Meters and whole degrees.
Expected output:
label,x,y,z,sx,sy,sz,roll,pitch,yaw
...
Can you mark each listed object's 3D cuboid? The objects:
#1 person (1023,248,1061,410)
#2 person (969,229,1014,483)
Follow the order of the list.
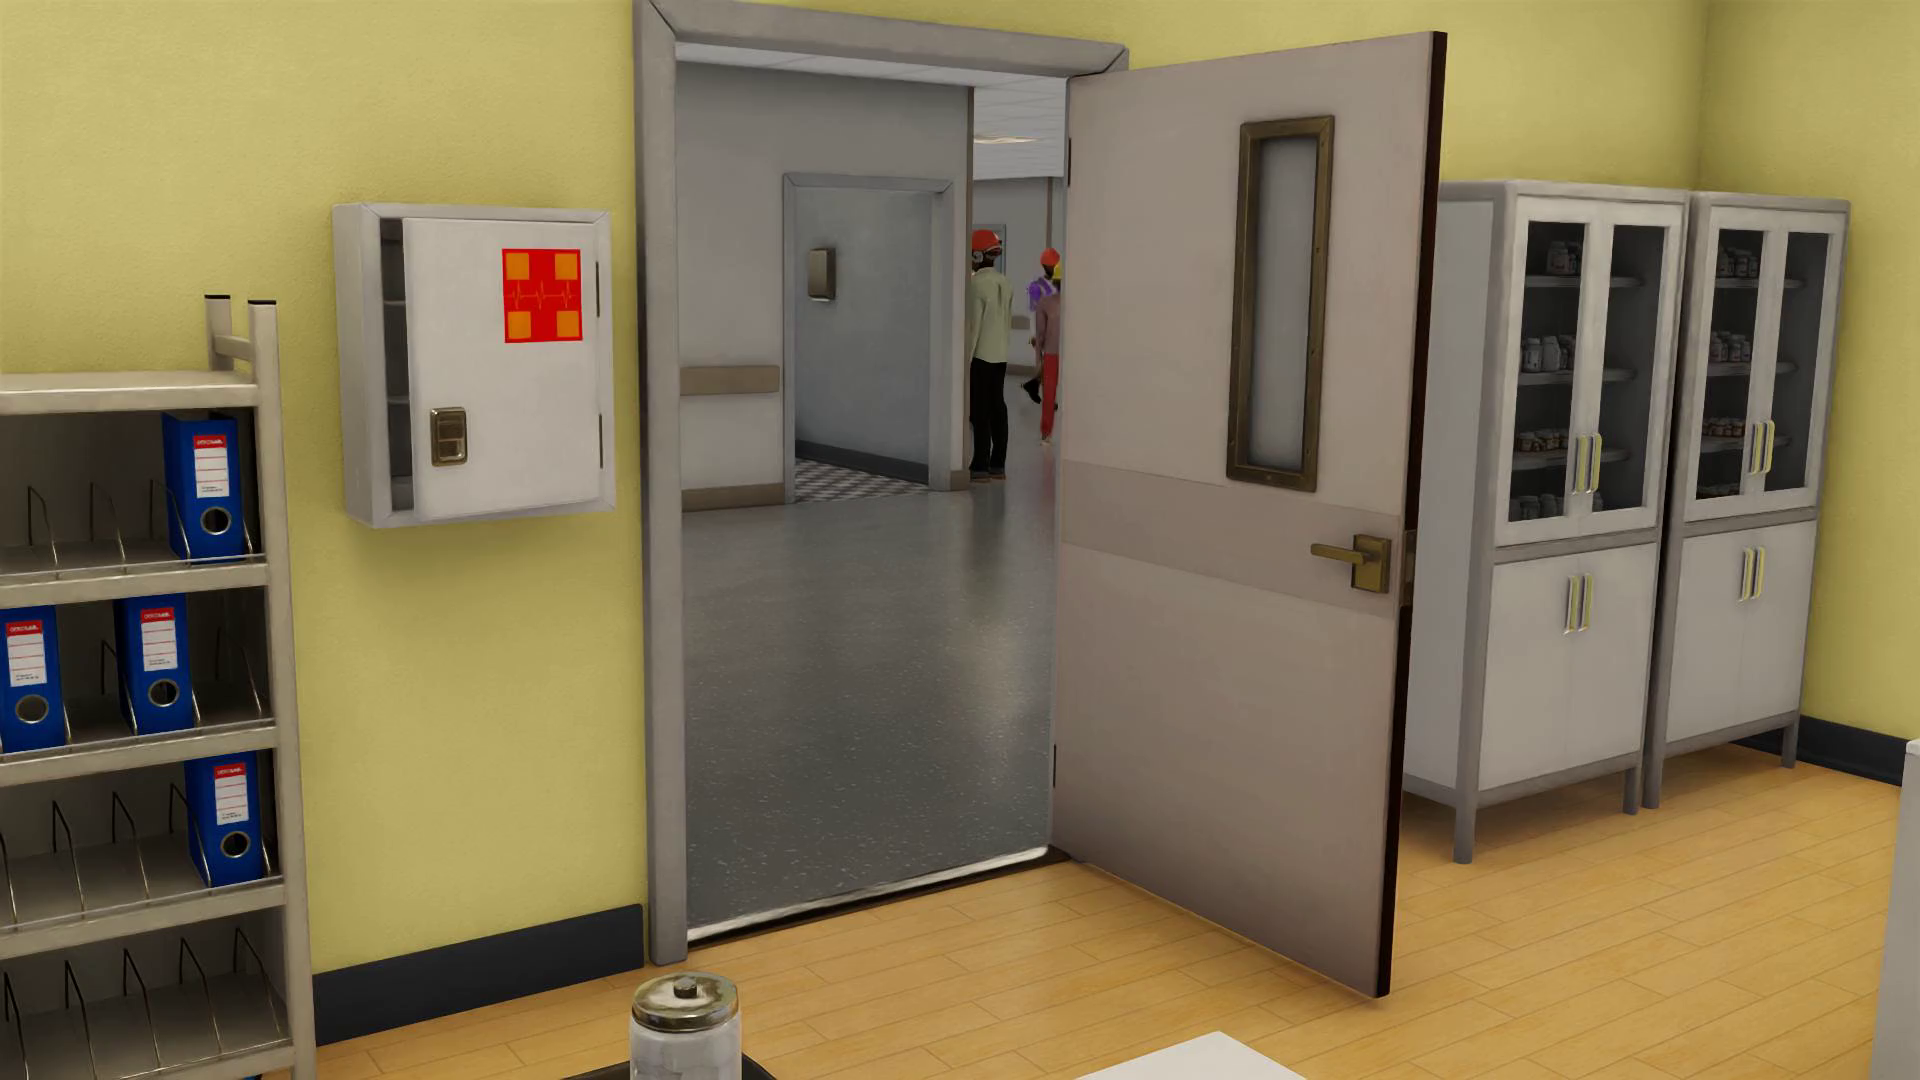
label,x,y,z,sx,sy,sz,roll,pitch,yaw
person,1.015,-2.513,19.848,0.566,1.914,0.616,-8,13,-42
person,0.187,-1.446,13.156,0.378,1.995,0.609,7,11,32
